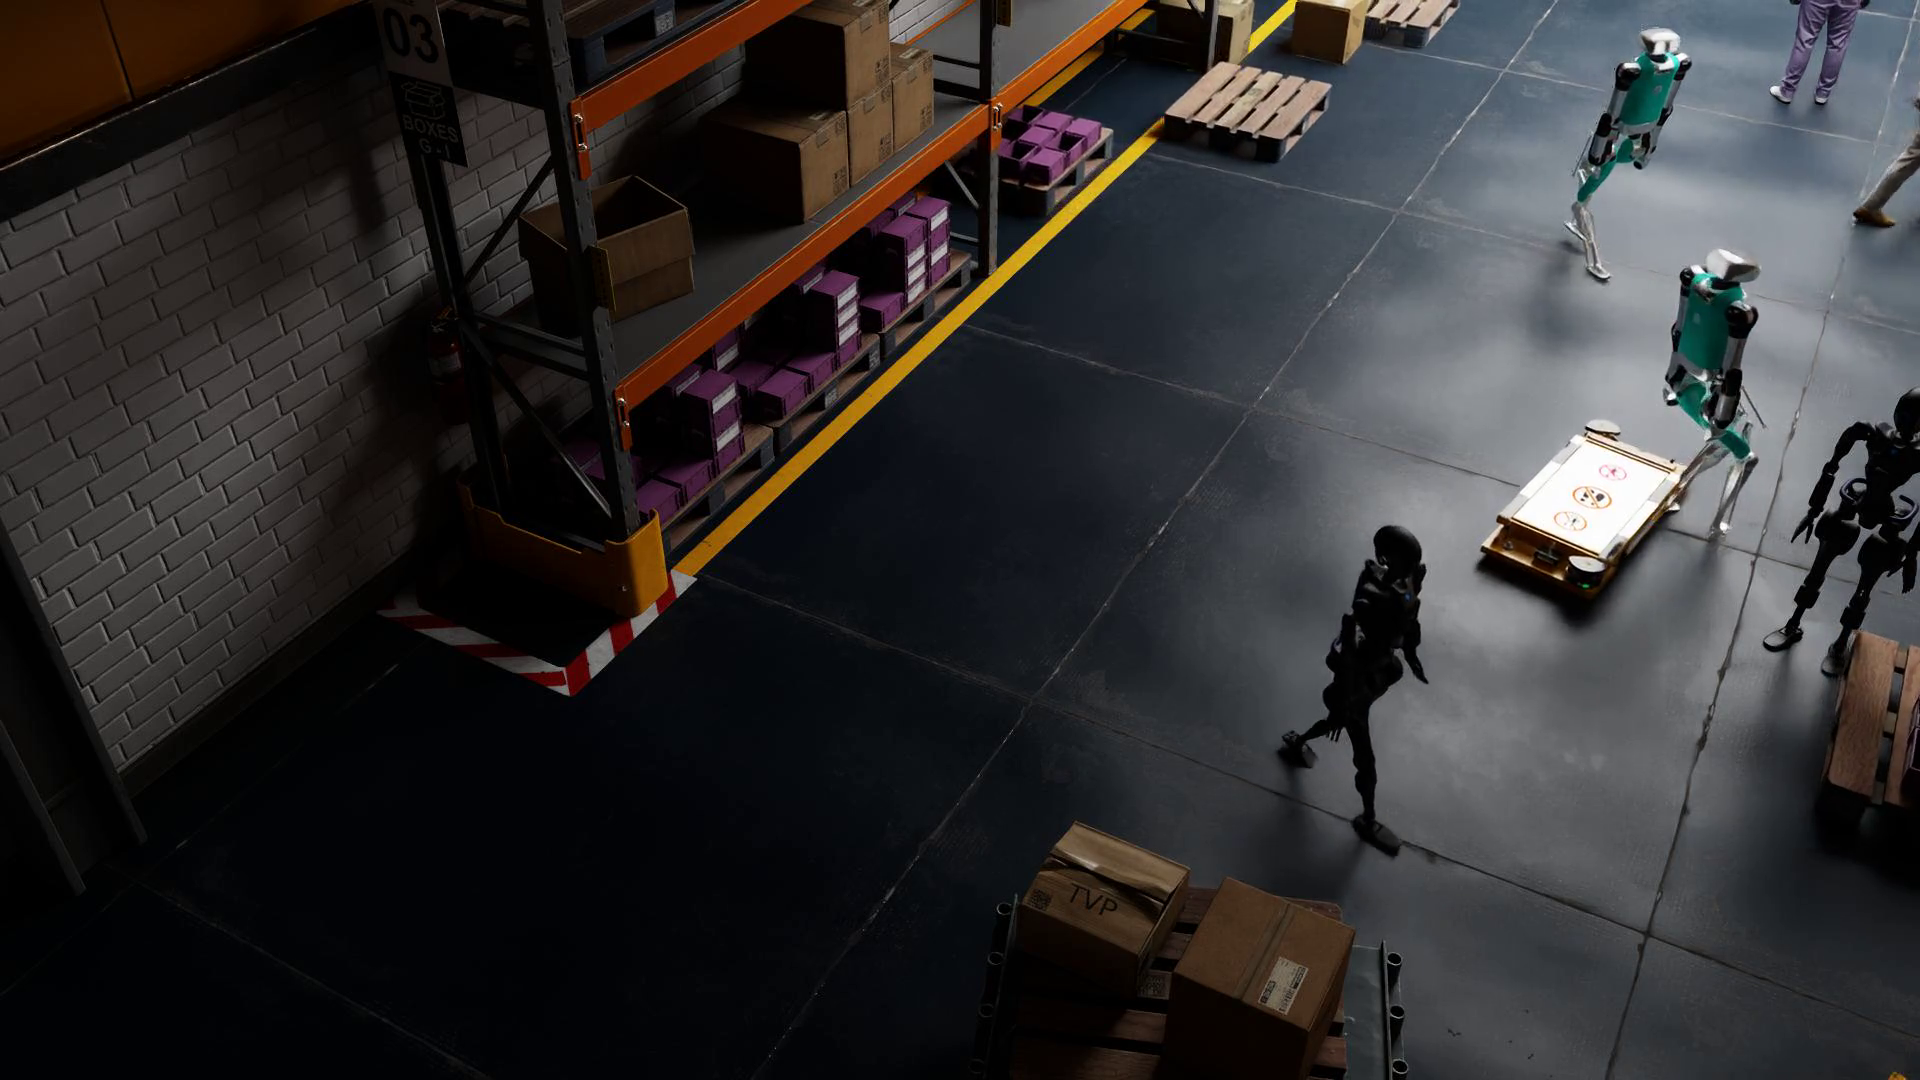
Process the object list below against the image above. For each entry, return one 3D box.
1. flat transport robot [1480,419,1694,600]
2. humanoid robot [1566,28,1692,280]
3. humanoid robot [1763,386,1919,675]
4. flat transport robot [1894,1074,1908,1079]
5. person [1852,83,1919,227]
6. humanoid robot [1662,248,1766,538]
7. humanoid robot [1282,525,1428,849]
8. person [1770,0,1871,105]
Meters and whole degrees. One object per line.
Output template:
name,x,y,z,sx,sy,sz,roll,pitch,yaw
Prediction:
flat transport robot,3.599,-0.197,9.466,0.659,0.231,1.431,28,46,30
humanoid robot,4.478,-2.744,11.492,0.545,1.761,0.957,-12,40,-15
humanoid robot,4.435,-0.046,8.139,0.315,1.657,0.599,-31,48,-33
flat transport robot,3.912,2.585,5.988,0.659,0.231,1.431,-26,46,-29
person,7.012,-3.111,11.836,0.787,1.843,0.639,4,39,5
humanoid robot,4.175,-0.796,9.046,0.786,1.792,0.530,-9,40,-12
humanoid robot,1.826,0.577,7.423,0.600,1.634,0.801,-29,47,-31
person,7.100,-4.480,13.510,0.636,1.910,0.409,5,39,6
